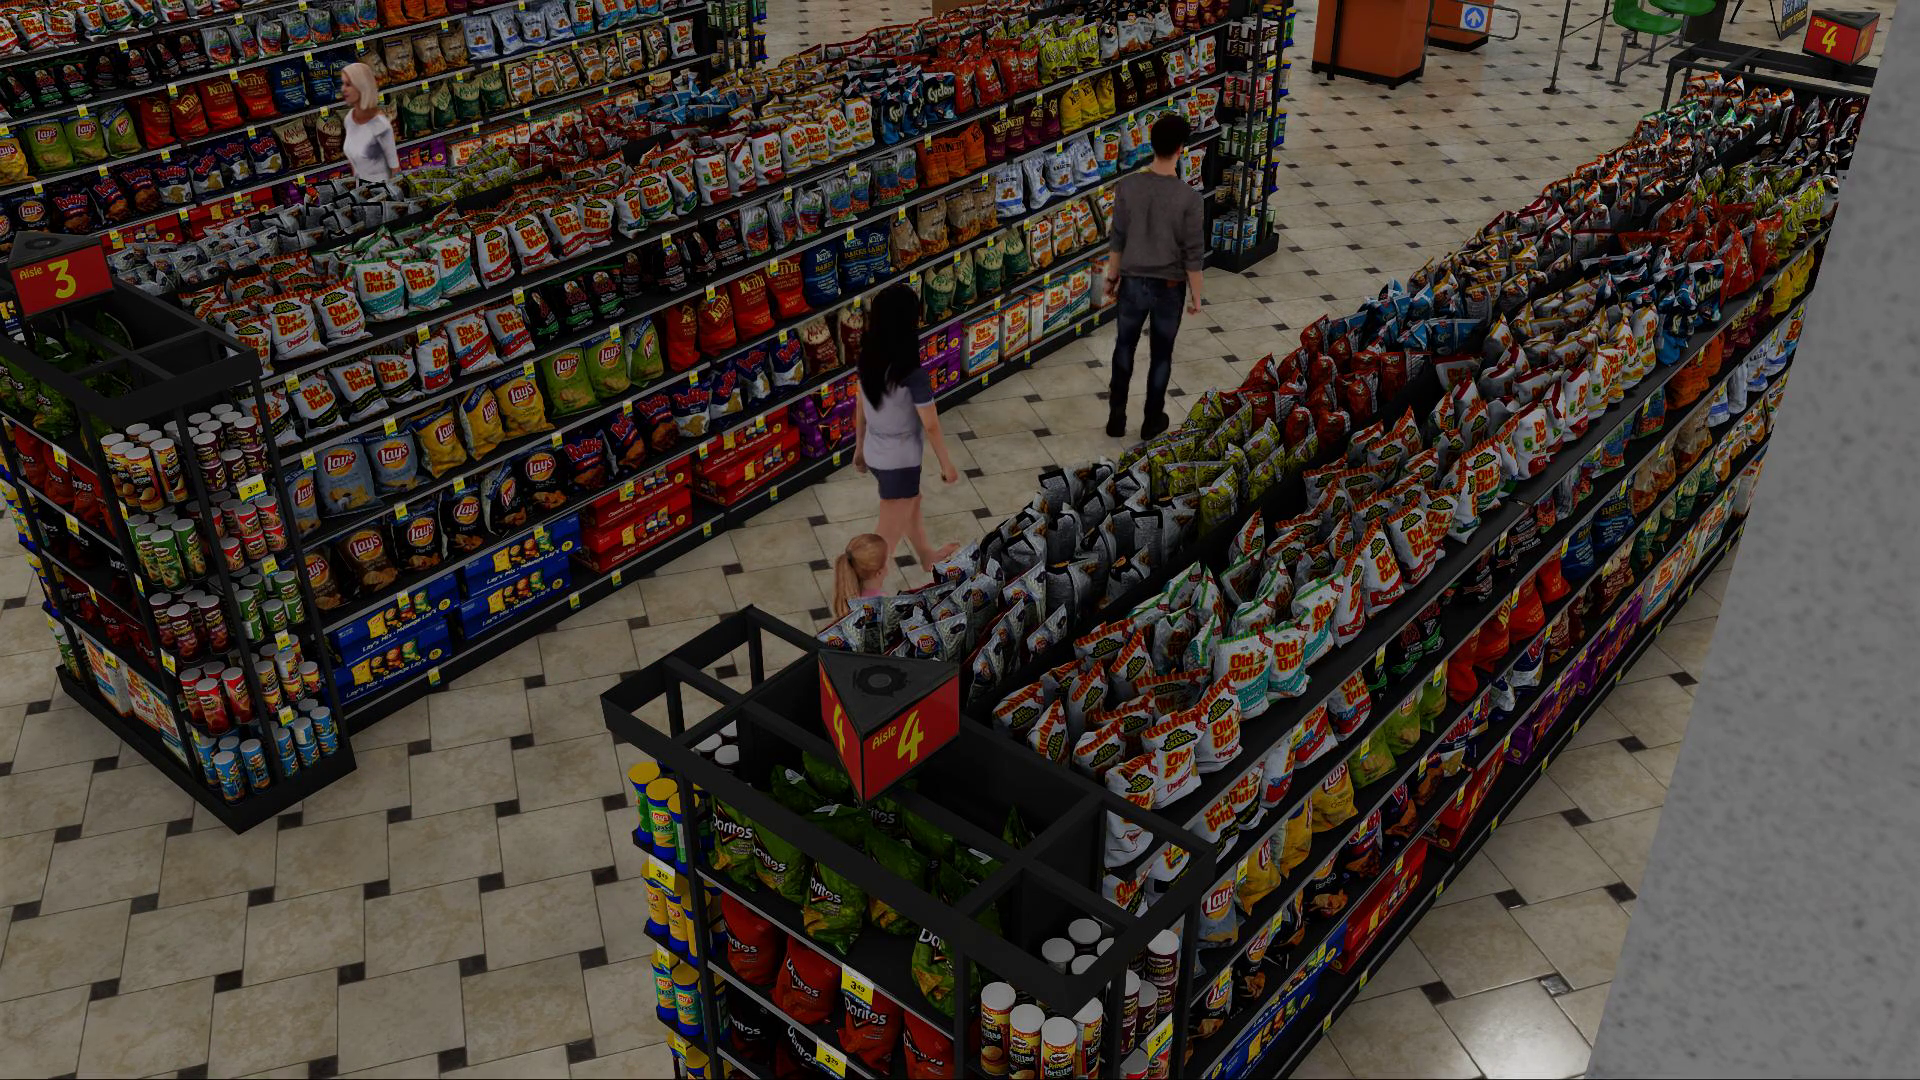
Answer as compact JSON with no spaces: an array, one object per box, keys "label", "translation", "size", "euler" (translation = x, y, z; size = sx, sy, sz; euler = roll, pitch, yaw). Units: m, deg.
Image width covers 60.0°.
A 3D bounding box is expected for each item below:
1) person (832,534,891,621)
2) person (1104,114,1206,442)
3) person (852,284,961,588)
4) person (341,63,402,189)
[{"label":"person","translation":[-0.401,0.541,6.678],"size":[0.498,1.262,0.616],"euler":[22,38,31]},{"label":"person","translation":[1.027,-1.362,9.138],"size":[0.852,1.894,0.946],"euler":[12,34,19]},{"label":"person","translation":[-0.366,-0.336,7.697],"size":[1.030,1.675,0.724],"euler":[-23,39,-32]},{"label":"person","translation":[-3.666,-2.162,10.560],"size":[0.580,1.751,0.536],"euler":[19,37,28]}]
